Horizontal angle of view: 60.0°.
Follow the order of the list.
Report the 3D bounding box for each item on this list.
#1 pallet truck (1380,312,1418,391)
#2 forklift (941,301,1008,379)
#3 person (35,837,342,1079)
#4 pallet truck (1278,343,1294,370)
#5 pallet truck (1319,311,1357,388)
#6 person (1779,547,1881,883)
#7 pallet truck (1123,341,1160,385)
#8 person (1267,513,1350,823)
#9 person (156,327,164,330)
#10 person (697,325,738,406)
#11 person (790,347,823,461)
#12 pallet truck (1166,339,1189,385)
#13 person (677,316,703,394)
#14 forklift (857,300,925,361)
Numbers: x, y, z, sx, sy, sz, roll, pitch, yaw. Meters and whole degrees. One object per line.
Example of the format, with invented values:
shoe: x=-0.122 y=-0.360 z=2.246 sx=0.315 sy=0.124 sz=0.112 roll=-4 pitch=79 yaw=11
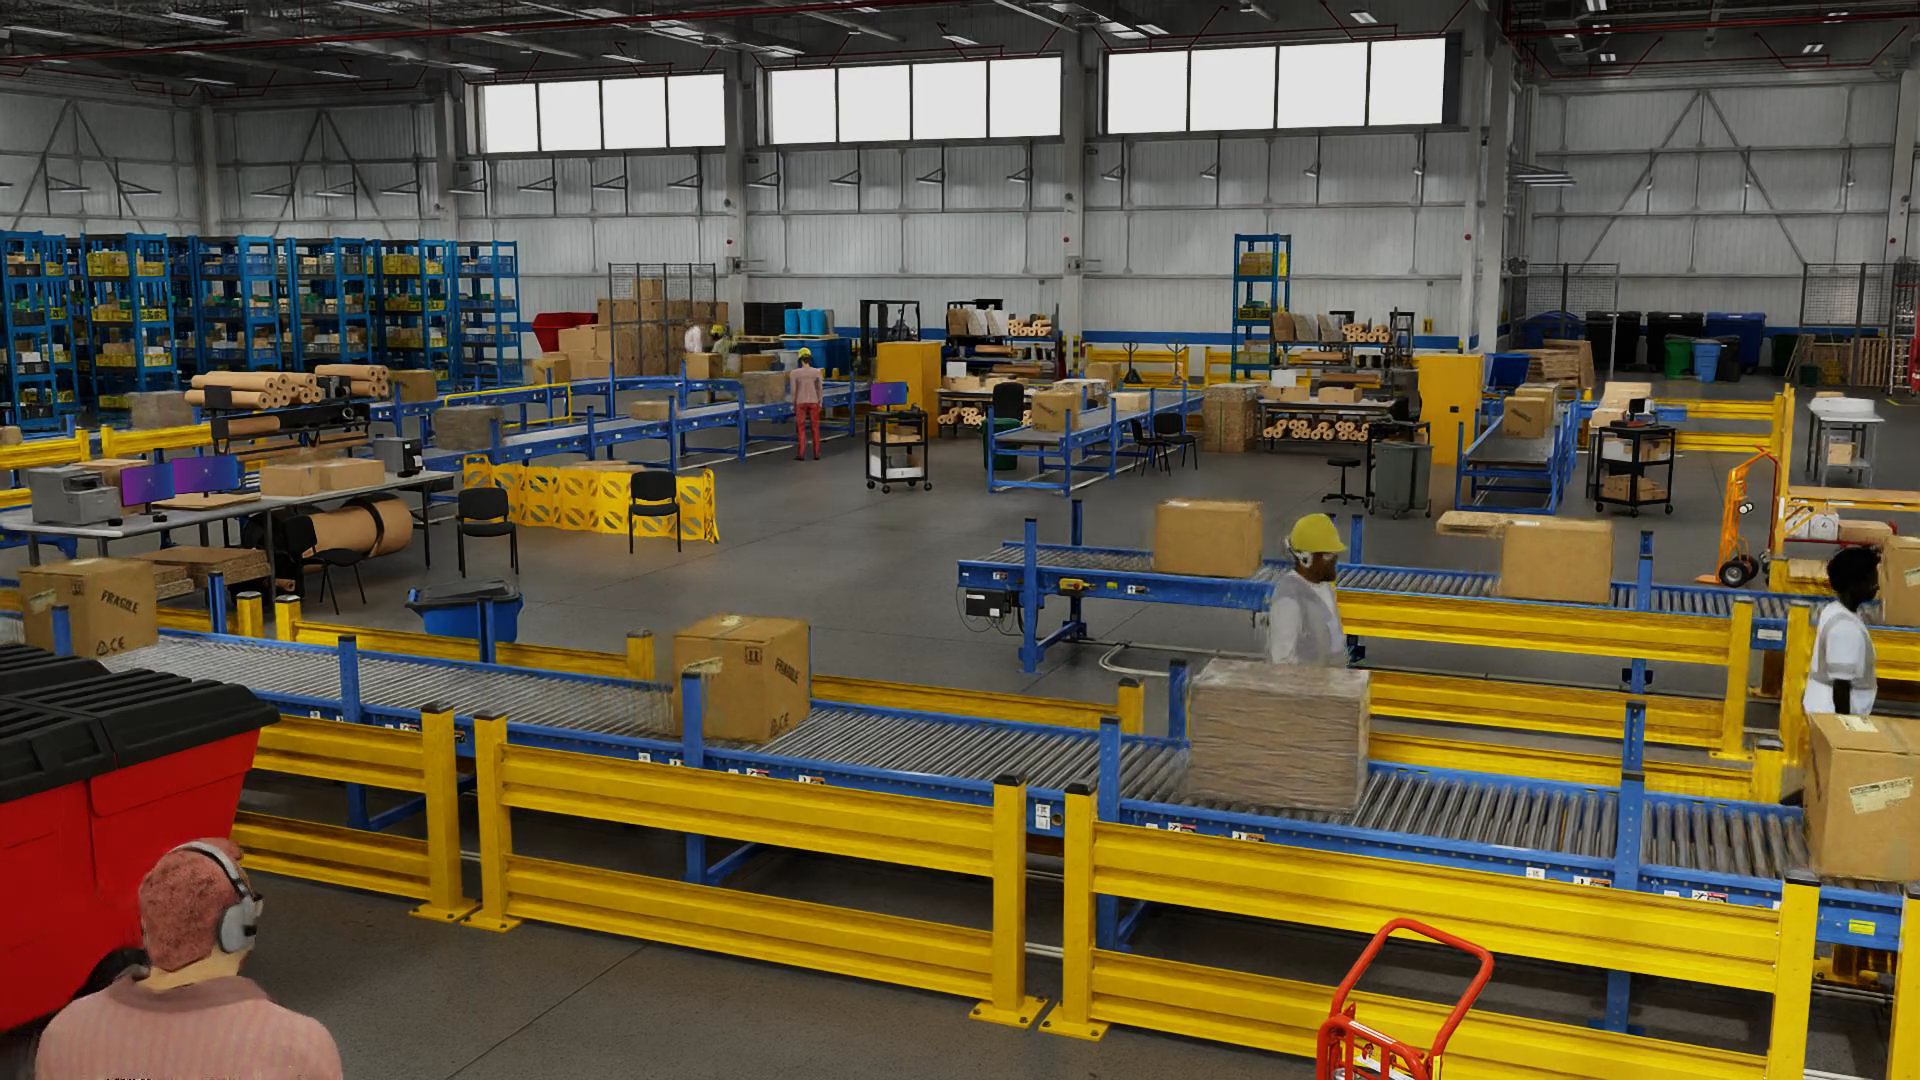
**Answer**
pallet truck: x=10.207 y=-4.283 z=38.369 sx=0.823 sy=1.965 sz=1.885 roll=3 pitch=10 yaw=20
forklift: x=0.365 y=-4.966 z=41.571 sx=1.157 sy=1.987 sz=2.680 roll=3 pitch=10 yaw=20
person: x=-1.504 y=1.533 z=3.455 sx=0.653 sy=1.891 sz=0.483 roll=1 pitch=9 yaw=6
pallet truck: x=7.886 y=-4.163 z=39.743 sx=0.653 sy=1.274 sz=1.630 roll=4 pitch=10 yaw=22
pallet truck: x=9.071 y=-4.419 z=39.190 sx=0.823 sy=1.965 sz=1.885 roll=5 pitch=10 yaw=26
person: x=4.255 y=0.852 z=8.180 sx=0.602 sy=1.679 sz=0.545 roll=4 pitch=10 yaw=25
pallet truck: x=4.445 y=-4.380 z=41.279 sx=0.680 sy=1.201 sz=1.601 roll=4 pitch=10 yaw=22
person: x=1.688 y=0.746 z=8.483 sx=0.781 sy=1.812 sz=0.593 roll=4 pitch=10 yaw=24
person: x=-17.916 y=-4.022 z=37.301 sx=0.572 sy=1.831 sz=0.406 roll=-5 pitch=11 yaw=-29
person: x=-5.085 y=-3.670 z=35.324 sx=0.954 sy=1.789 sz=0.604 roll=-5 pitch=10 yaw=-26
person: x=-2.395 y=-2.117 z=25.939 sx=0.525 sy=1.771 sz=0.305 roll=-3 pitch=10 yaw=-20
pallet truck: x=5.418 y=-4.269 z=40.420 sx=0.704 sy=1.261 sz=1.522 roll=3 pitch=10 yaw=20
person: x=-6.273 y=-4.417 z=39.640 sx=0.967 sy=1.858 sz=0.692 roll=-7 pitch=11 yaw=-35
forklift: x=-1.732 y=-5.109 z=42.468 sx=1.157 sy=1.987 sz=2.680 roll=4 pitch=10 yaw=22
